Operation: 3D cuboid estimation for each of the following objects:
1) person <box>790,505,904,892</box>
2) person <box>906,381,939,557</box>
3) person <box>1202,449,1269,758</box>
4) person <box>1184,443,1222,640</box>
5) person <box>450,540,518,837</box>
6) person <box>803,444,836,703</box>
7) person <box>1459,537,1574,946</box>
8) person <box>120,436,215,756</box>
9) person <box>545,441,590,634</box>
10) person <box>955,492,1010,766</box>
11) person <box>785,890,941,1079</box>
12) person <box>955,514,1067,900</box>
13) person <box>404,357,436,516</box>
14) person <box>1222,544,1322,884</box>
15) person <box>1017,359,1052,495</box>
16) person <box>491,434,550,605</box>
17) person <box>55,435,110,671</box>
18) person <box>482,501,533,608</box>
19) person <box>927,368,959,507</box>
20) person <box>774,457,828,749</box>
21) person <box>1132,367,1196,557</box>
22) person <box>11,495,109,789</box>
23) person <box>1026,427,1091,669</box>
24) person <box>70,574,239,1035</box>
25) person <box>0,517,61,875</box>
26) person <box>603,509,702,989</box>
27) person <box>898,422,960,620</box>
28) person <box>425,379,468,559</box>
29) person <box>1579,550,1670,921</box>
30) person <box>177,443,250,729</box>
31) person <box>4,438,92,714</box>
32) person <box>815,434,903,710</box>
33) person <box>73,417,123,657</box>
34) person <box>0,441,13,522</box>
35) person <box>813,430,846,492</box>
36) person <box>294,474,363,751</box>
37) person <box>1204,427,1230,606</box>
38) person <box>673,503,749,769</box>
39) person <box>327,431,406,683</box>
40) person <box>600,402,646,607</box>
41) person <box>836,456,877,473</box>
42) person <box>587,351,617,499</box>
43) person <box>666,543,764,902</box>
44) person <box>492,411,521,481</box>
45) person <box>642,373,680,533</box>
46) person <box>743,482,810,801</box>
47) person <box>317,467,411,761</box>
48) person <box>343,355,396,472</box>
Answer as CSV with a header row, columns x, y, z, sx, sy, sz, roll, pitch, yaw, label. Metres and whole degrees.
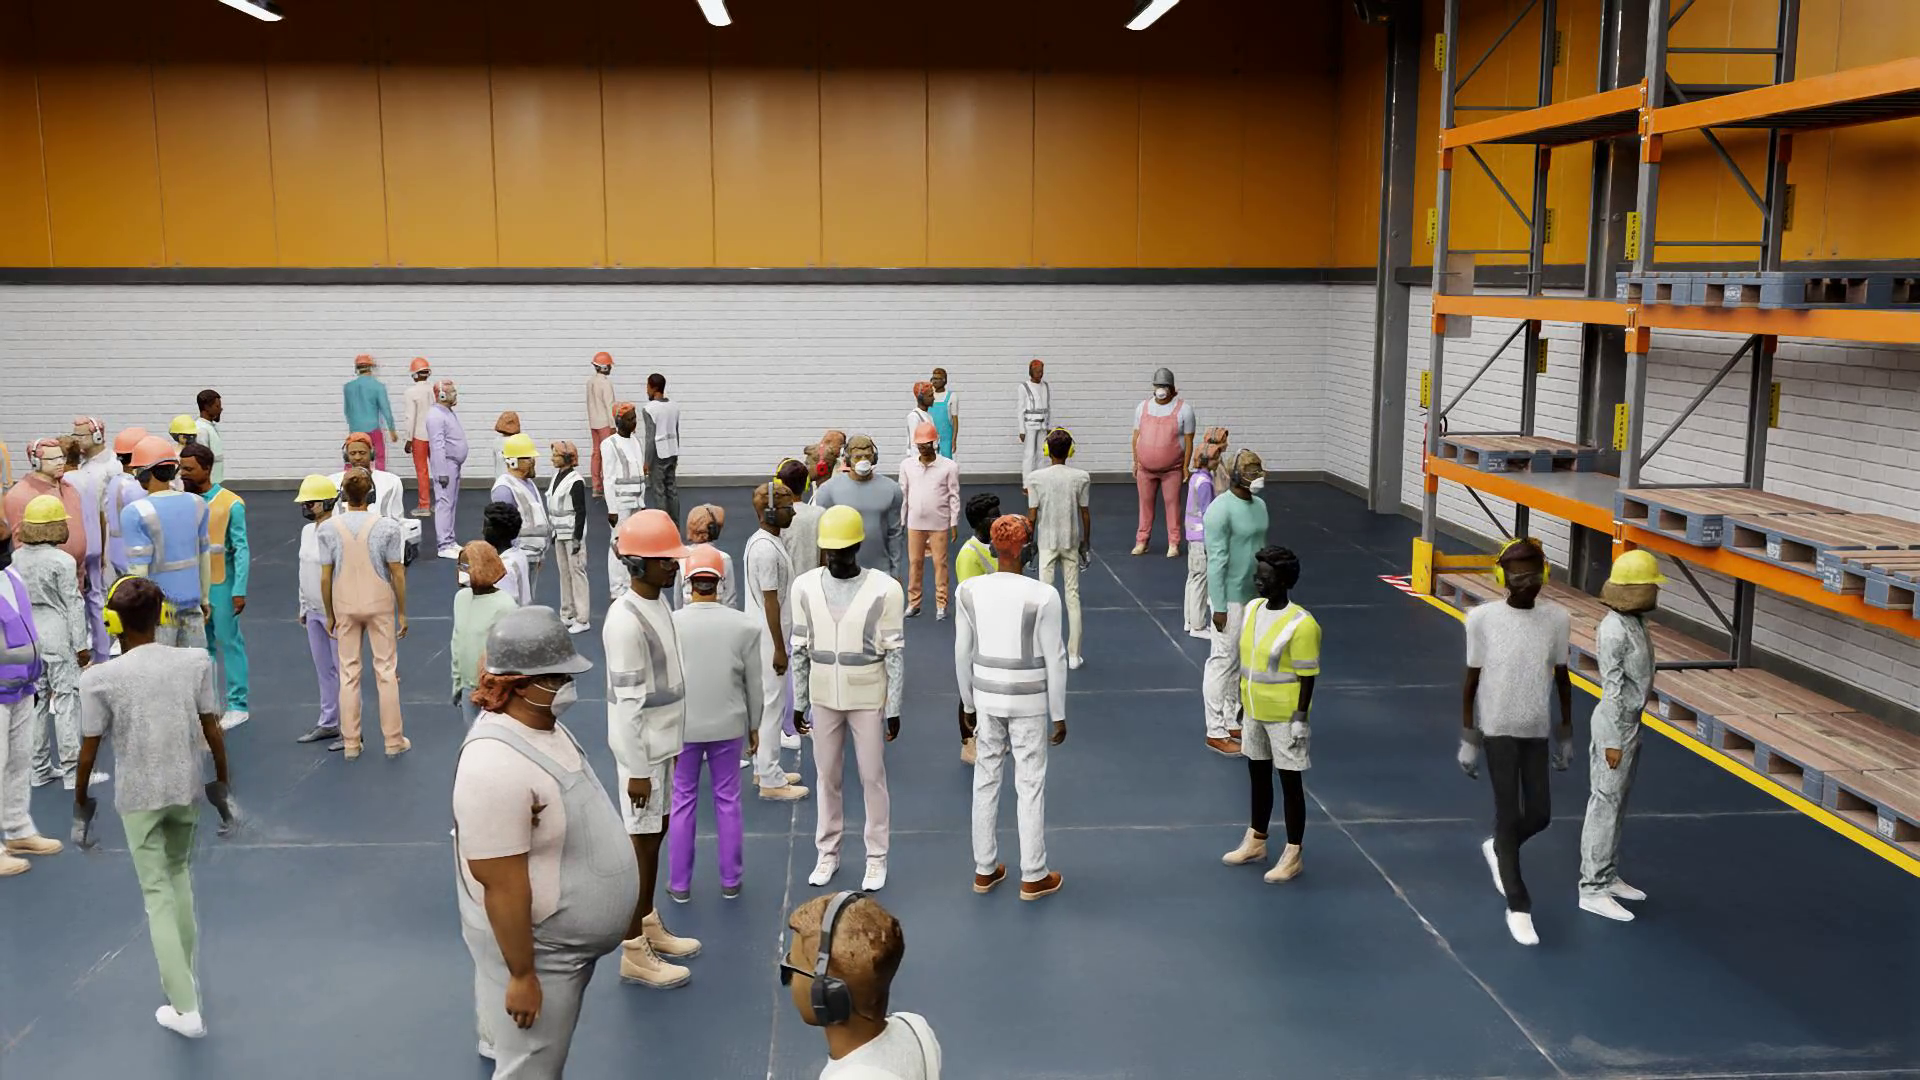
x,y,z,sx,sy,sz,roll,pitch,yaw,label
-0.562,0.774,8.188,0.586,1.920,0.397,2,9,15,person
-0.395,-0.769,17.986,0.355,1.882,0.576,2,9,12,person
1.768,0.386,10.552,0.371,1.940,0.627,7,11,37,person
2.031,0.004,13.896,0.309,1.636,0.522,0,9,-1,person
-2.528,0.808,8.857,0.507,1.633,0.277,6,11,35,person
-0.928,0.237,11.781,0.372,1.843,0.570,-2,9,-11,person
2.567,0.885,7.706,0.549,1.845,0.638,0,9,-3,person
-4.908,0.378,10.275,0.393,2.041,0.613,4,10,22,person
-3.316,-0.026,14.072,0.311,1.642,0.513,-7,11,-37,person
0.141,0.546,10.307,0.318,1.697,0.535,3,9,17,person
-0.190,1.586,3.309,0.327,1.843,0.516,3,9,16,person
0.255,0.808,8.080,0.576,1.882,0.355,4,10,26,person
-6.752,-1.300,20.965,0.396,1.992,0.623,6,11,32,person
1.568,0.860,8.330,0.321,1.697,0.530,-5,10,-30,person
1.036,-1.540,22.852,0.585,1.879,0.370,-8,12,-42,person
-3.317,0.107,12.635,0.403,1.834,0.589,0,9,3,person
-6.629,0.131,12.490,0.357,1.836,0.511,3,10,20,person
-2.687,0.610,9.904,0.320,1.698,0.531,-1,9,-7,person
-0.265,-1.288,21.355,0.505,1.847,0.346,4,10,24,person
-1.065,0.403,10.673,0.321,1.867,0.532,9,13,43,person
2.156,-0.831,17.879,0.677,2.000,0.536,4,10,22,person
-5.347,0.599,9.825,0.494,1.743,0.305,3,9,17,person
0.753,0.068,12.769,0.514,1.872,0.328,-1,9,-4,person
-3.280,1.044,6.700,0.704,1.843,0.577,8,12,42,person
-4.893,0.779,8.442,0.430,1.833,0.636,0,9,-1,person
-1.307,0.878,7.134,0.378,2.041,0.616,0,9,1,person
-0.286,-0.164,14.584,0.570,1.749,0.342,2,9,15,person
-5.484,-0.763,17.854,0.410,1.913,0.641,-1,9,-6,person
3.154,0.908,7.886,0.303,1.743,0.493,6,11,32,person
-5.011,0.303,11.142,0.590,1.919,0.395,3,10,19,person
-6.281,0.241,11.567,0.410,1.909,0.643,1,9,5,person
-0.684,0.231,11.530,0.630,1.940,0.372,-3,10,-21,person
-6.877,-0.028,13.252,0.652,1.906,0.408,4,10,23,person
-8.428,-0.232,14.472,0.369,1.927,0.589,-5,10,-29,person
-1.171,-0.195,15.193,0.278,1.628,0.506,5,10,29,person
-4.056,0.459,10.638,0.525,1.769,0.312,7,11,36,person
2.329,-0.219,15.292,0.305,1.640,0.522,3,9,16,person
-1.543,0.597,10.161,0.512,1.642,0.312,7,12,39,person
-4.386,0.141,12.266,0.575,1.883,0.355,-3,10,-19,person
-3.030,-0.313,15.116,0.350,1.882,0.583,3,10,18,person
-0.752,0.191,12.354,0.329,1.751,0.568,-1,9,-4,person
-4.836,-1.558,22.587,0.382,1.995,0.612,-8,12,-41,person
-1.239,0.882,8.061,0.574,1.741,0.354,-3,9,-17,person
-4.633,-0.516,17.171,0.280,1.633,0.503,-9,12,-43,person
-3.391,-0.933,18.908,0.376,1.915,0.600,4,10,26,person
-1.074,0.580,9.626,0.345,1.846,0.508,-2,9,-13,person
-3.708,0.461,10.376,0.508,1.846,0.342,-1,9,-9,person
-7.954,-1.483,22.252,0.882,1.960,0.462,1,9,9,person
